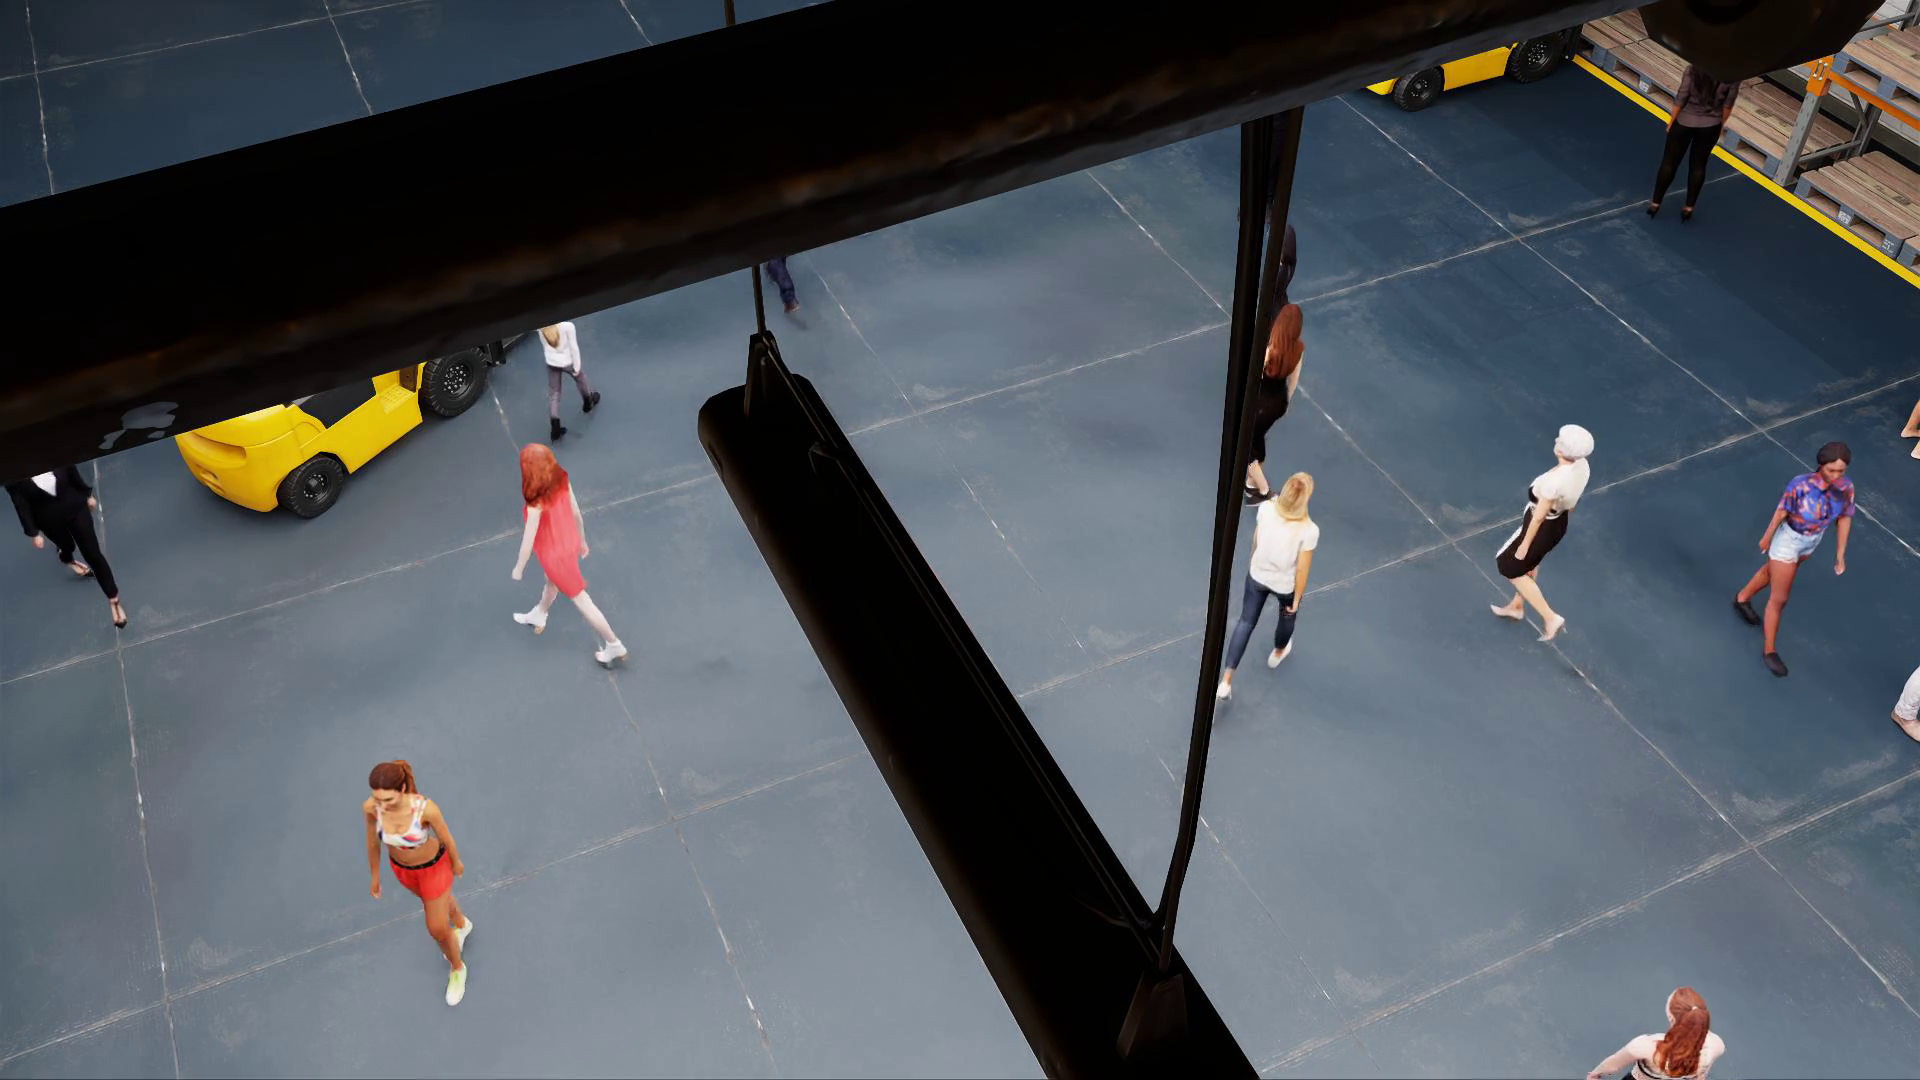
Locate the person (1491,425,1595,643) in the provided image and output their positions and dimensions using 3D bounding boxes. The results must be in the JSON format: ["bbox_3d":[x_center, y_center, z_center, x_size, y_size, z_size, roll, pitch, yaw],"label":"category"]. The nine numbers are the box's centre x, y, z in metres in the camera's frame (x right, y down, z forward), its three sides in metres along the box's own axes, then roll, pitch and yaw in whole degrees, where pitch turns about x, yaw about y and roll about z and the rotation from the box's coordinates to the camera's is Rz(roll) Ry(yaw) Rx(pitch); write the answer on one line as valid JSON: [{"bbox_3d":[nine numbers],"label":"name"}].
[{"bbox_3d":[3.900,0.015,10.932,0.788,1.738,0.930,-34,53,-31],"label":"person"}]

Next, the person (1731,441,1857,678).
[{"bbox_3d":[5.466,-0.031,11.001,0.775,1.711,1.082,-8,44,-9],"label":"person"}]

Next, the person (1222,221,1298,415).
[{"bbox_3d":[2.399,-1.579,12.568,0.730,1.791,0.713,32,52,29],"label":"person"}]

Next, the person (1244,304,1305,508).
[{"bbox_3d":[2.250,-0.921,11.944,0.716,1.697,0.794,-30,51,-28],"label":"person"}]

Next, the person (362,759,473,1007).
[{"bbox_3d":[-2.923,1.717,9.122,0.823,1.771,0.912,8,44,8],"label":"person"}]

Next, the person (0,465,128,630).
[{"bbox_3d":[-6.073,-0.188,11.204,1.160,1.657,0.863,31,52,28],"label":"person"}]

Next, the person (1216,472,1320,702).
[{"bbox_3d":[1.952,0.322,10.576,1.105,1.785,1.043,24,48,23],"label":"person"}]

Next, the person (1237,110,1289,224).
[{"bbox_3d":[2.751,-3.623,14.787,0.683,1.688,0.722,8,44,8],"label":"person"}]

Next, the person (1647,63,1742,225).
[{"bbox_3d":[6.504,-3.644,14.700,0.743,1.840,0.800,14,45,14],"label":"person"}]

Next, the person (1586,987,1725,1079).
[{"bbox_3d":[3.347,2.776,8.036,0.798,1.735,0.913,0,44,0],"label":"person"}]

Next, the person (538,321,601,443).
[{"bbox_3d":[-3.073,-1.319,12.683,0.820,1.255,0.944,9,44,10],"label":"person"}]

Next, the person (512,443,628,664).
[{"bbox_3d":[-2.495,0.149,10.762,1.114,1.779,1.110,10,45,11],"label":"person"}]
